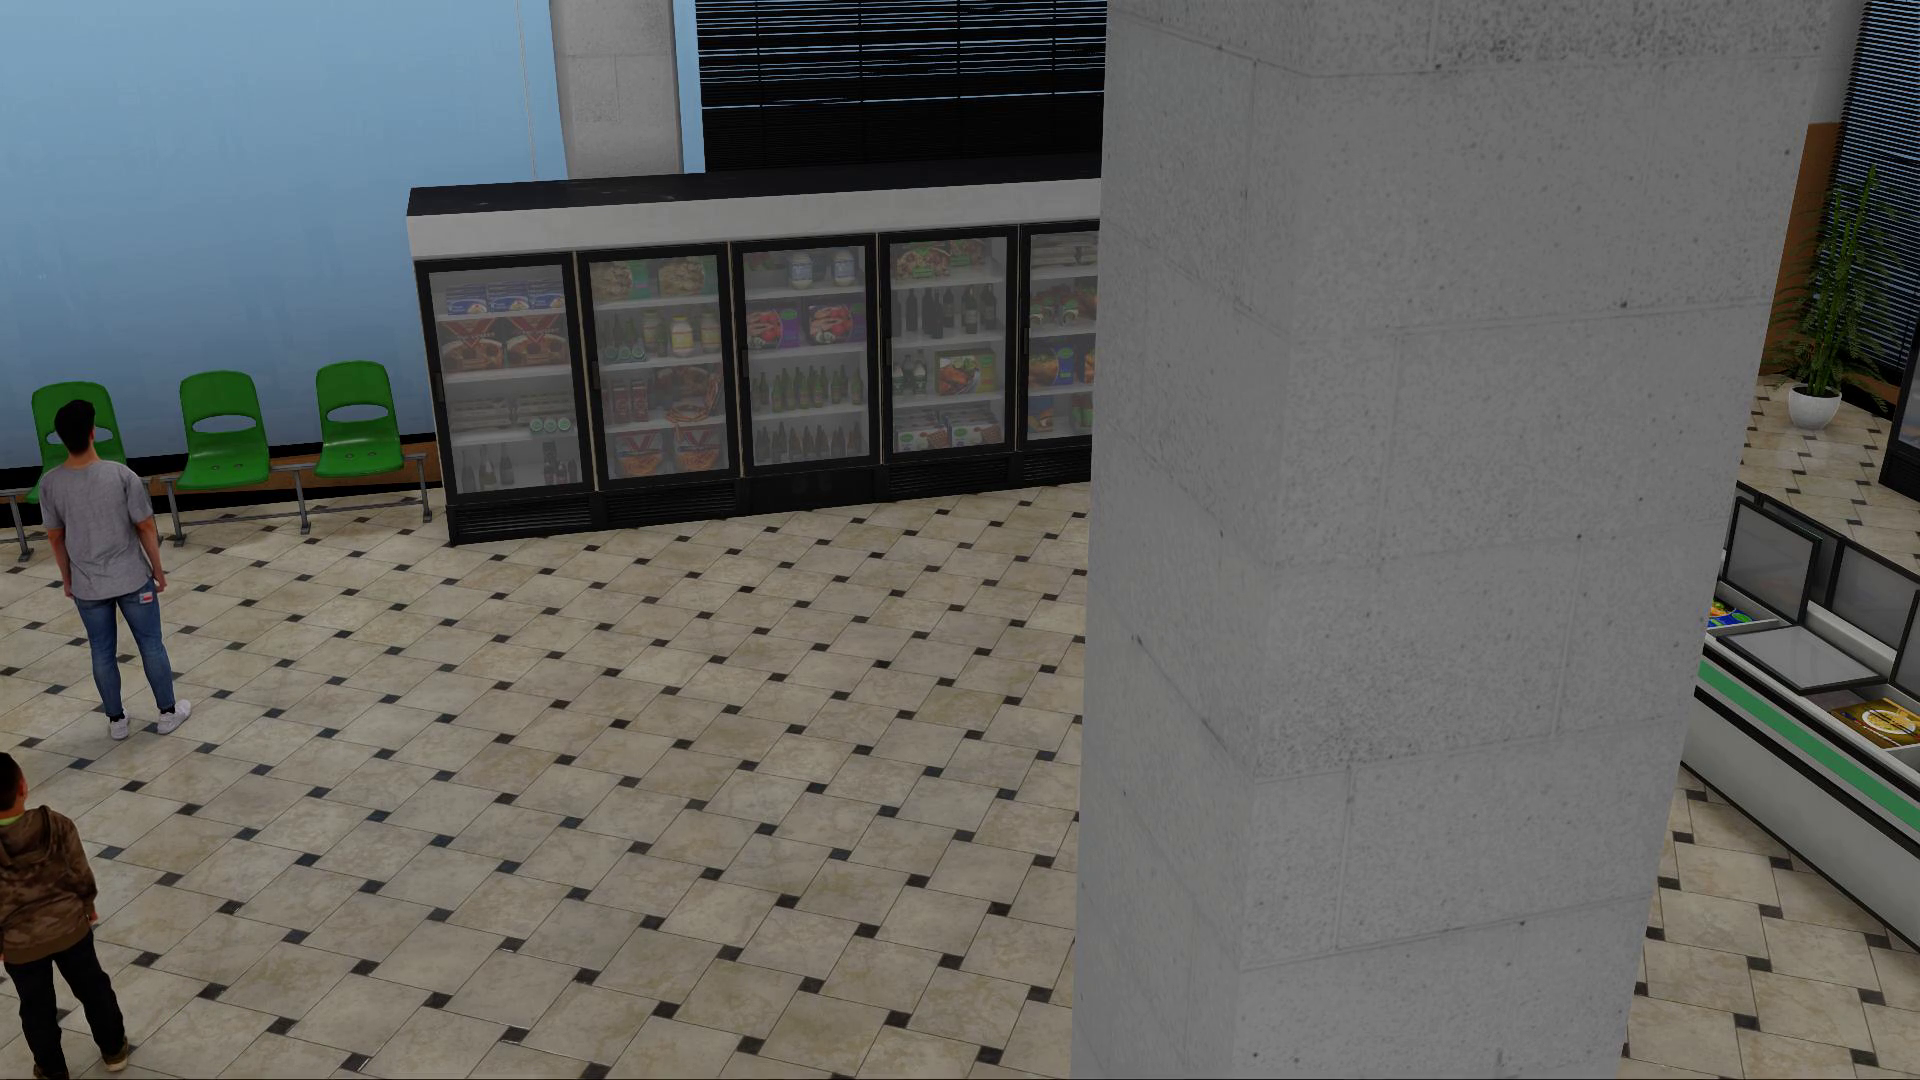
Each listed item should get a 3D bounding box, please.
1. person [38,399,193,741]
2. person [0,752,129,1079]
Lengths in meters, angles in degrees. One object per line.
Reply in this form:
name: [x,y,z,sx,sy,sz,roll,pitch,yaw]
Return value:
person: [-4.537,0.169,8.862,0.664,1.886,0.531,-6,24,-14]
person: [-3.541,1.477,6.412,0.656,1.455,0.674,-17,29,-34]
